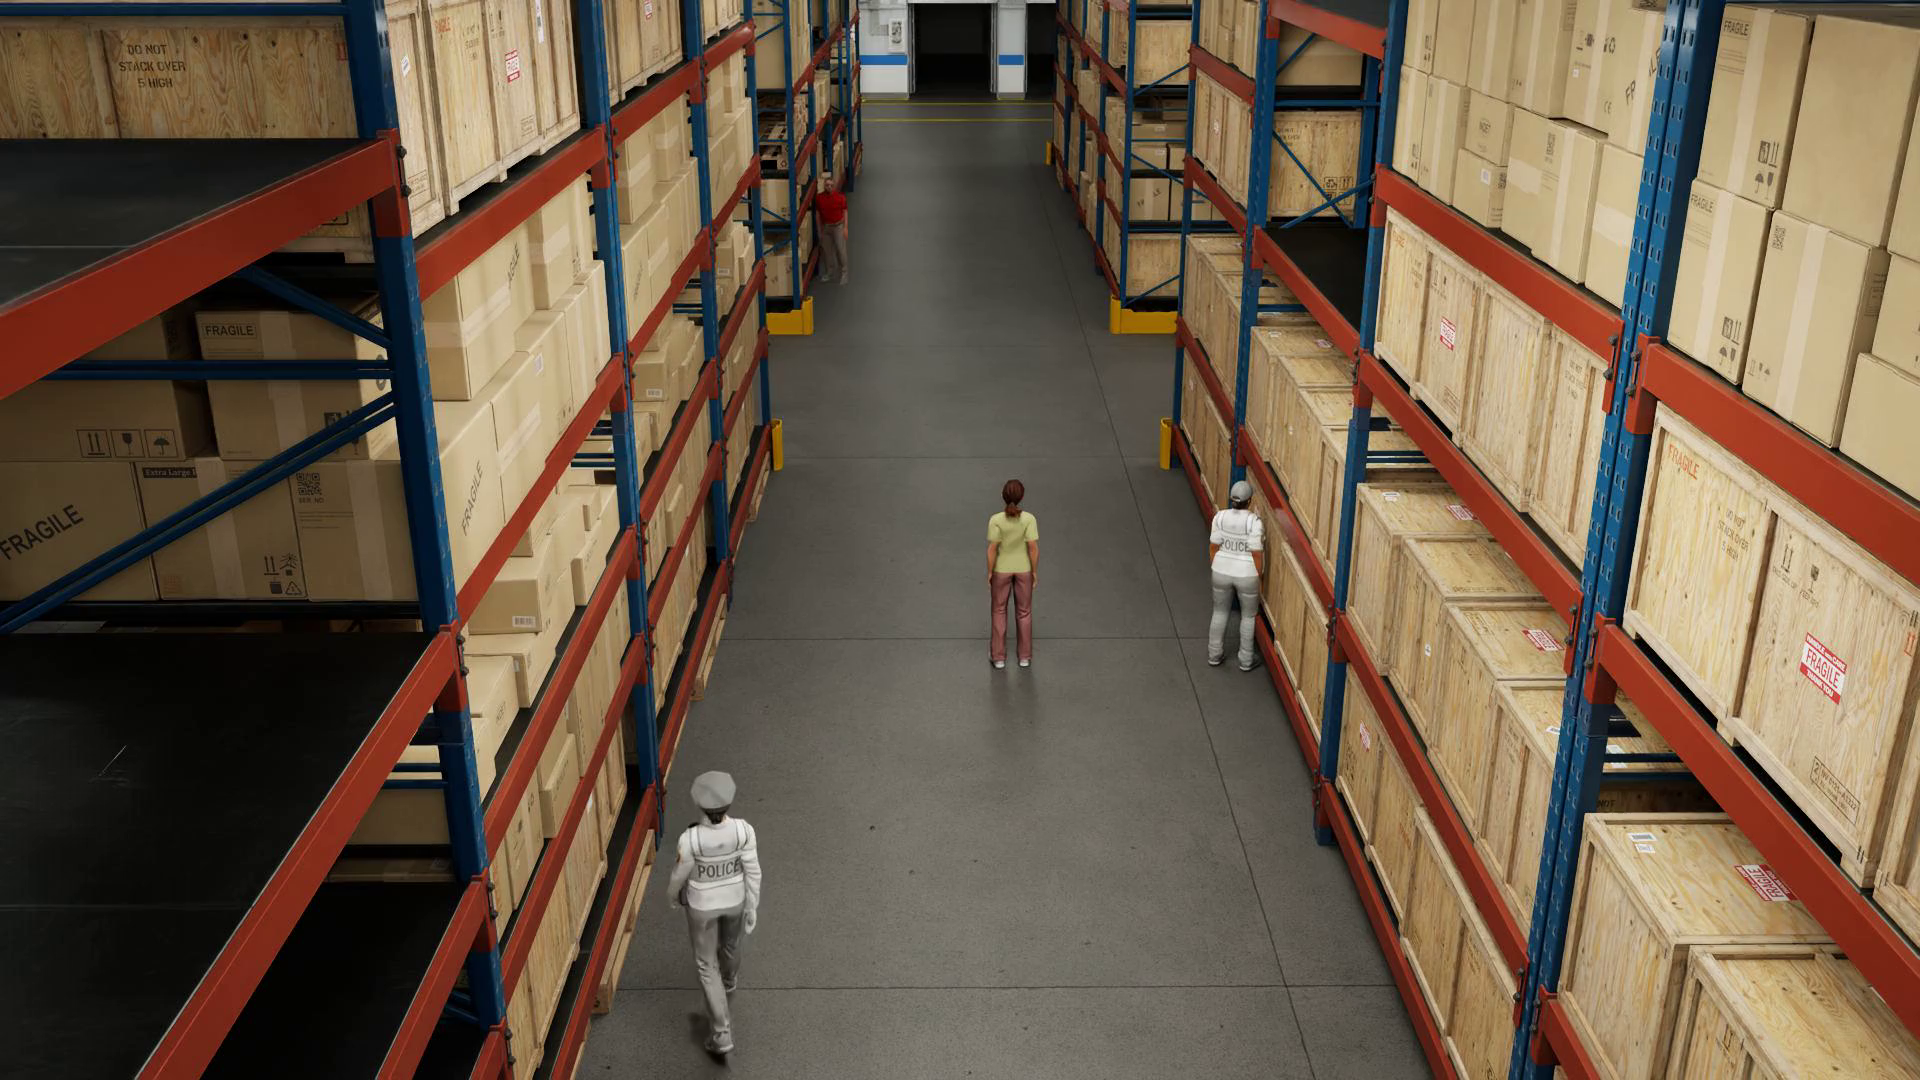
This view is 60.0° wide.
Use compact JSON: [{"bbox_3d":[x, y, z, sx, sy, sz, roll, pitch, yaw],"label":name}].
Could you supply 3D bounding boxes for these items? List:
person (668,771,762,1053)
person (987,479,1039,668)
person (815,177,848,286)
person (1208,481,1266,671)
[{"bbox_3d":[-1.412,2.032,9.483,0.486,1.664,0.886,-10,24,-24],"label":"person"},{"bbox_3d":[0.431,0.273,13.948,0.430,1.670,0.402,-2,22,-5],"label":"person"},{"bbox_3d":[-2.121,-5.133,27.562,0.558,1.745,0.440,5,22,12],"label":"person"},{"bbox_3d":[2.323,0.290,13.921,0.463,1.663,0.395,11,24,25],"label":"person"}]
